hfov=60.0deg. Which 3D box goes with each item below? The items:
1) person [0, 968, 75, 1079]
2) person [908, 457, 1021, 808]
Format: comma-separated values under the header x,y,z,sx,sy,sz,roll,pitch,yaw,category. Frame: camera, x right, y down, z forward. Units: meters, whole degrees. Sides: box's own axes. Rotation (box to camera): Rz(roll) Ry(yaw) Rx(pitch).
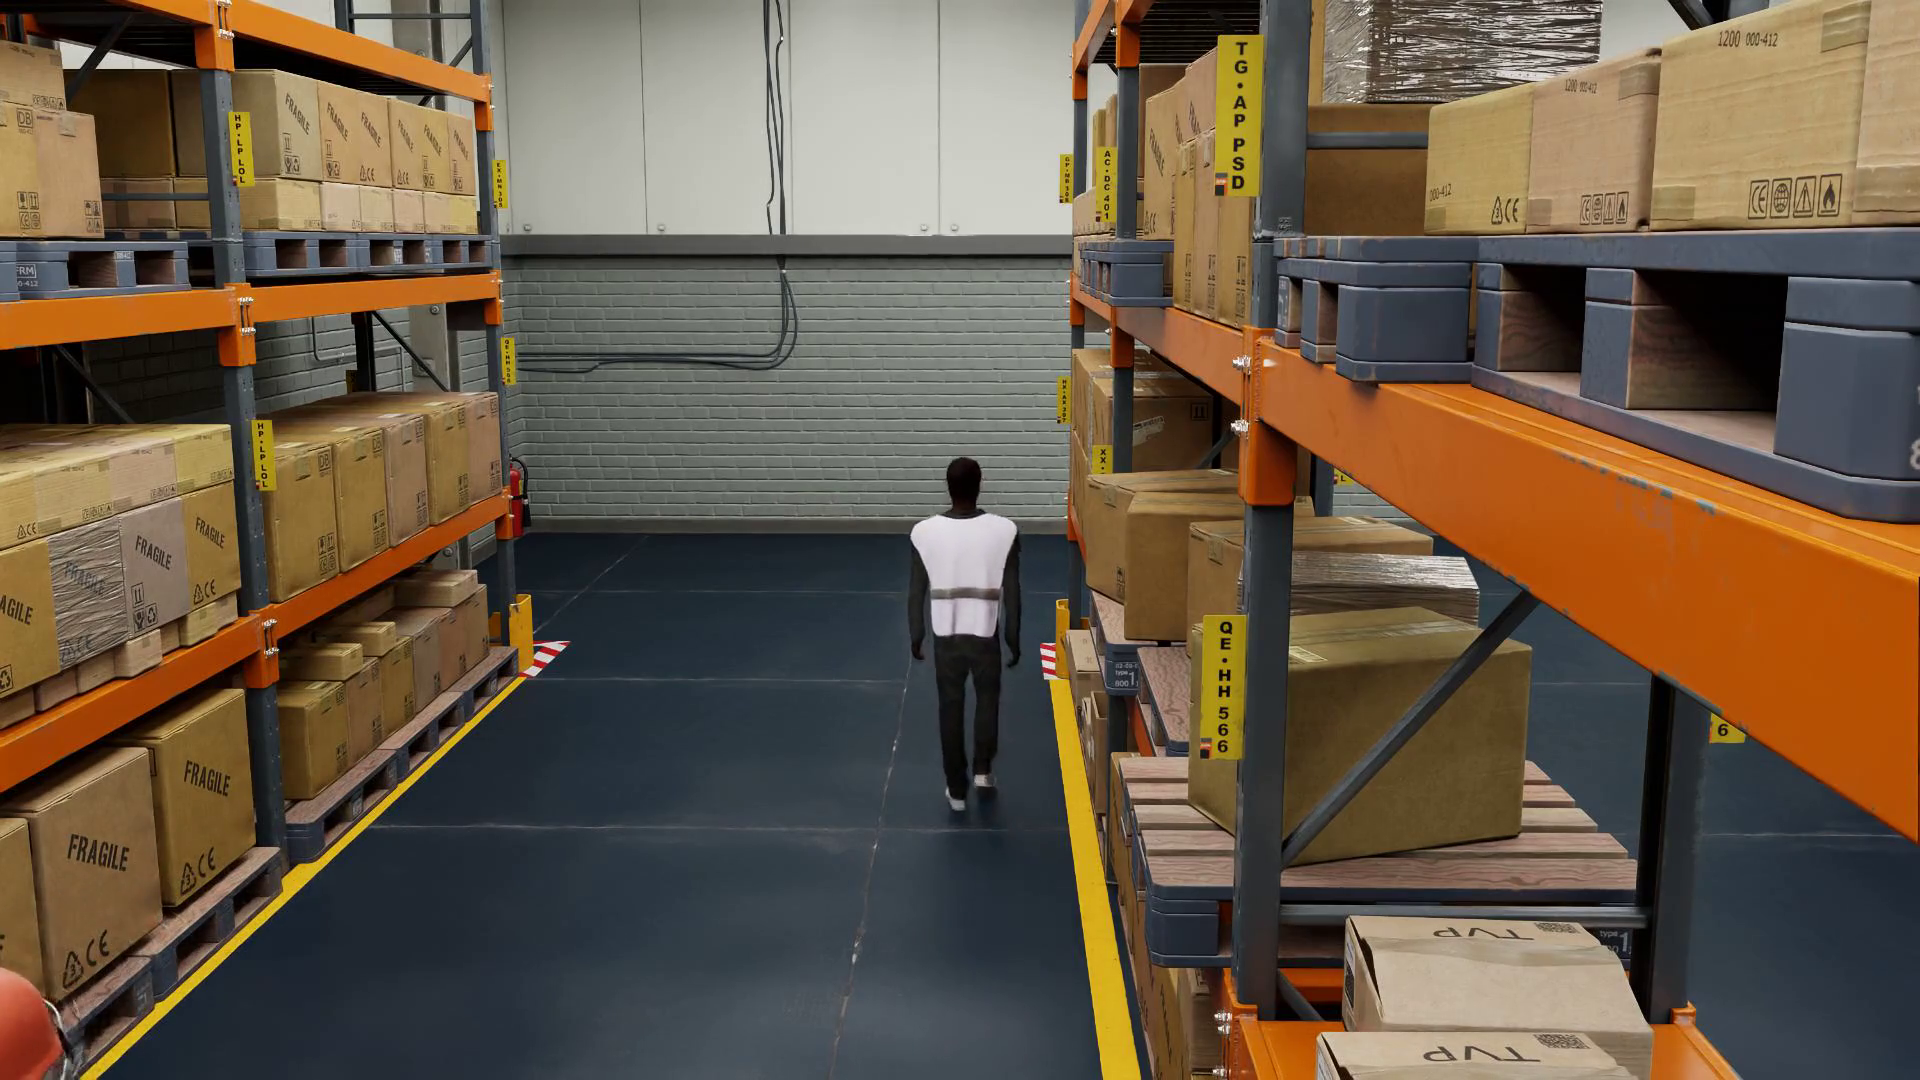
x,y,z,sx,sy,sz,roll,pitch,yaw,category
-1.512,1.608,2.588,0.643,1.966,0.796,2,10,10,person
0.022,0.490,9.079,0.607,1.897,0.603,0,10,-1,person
